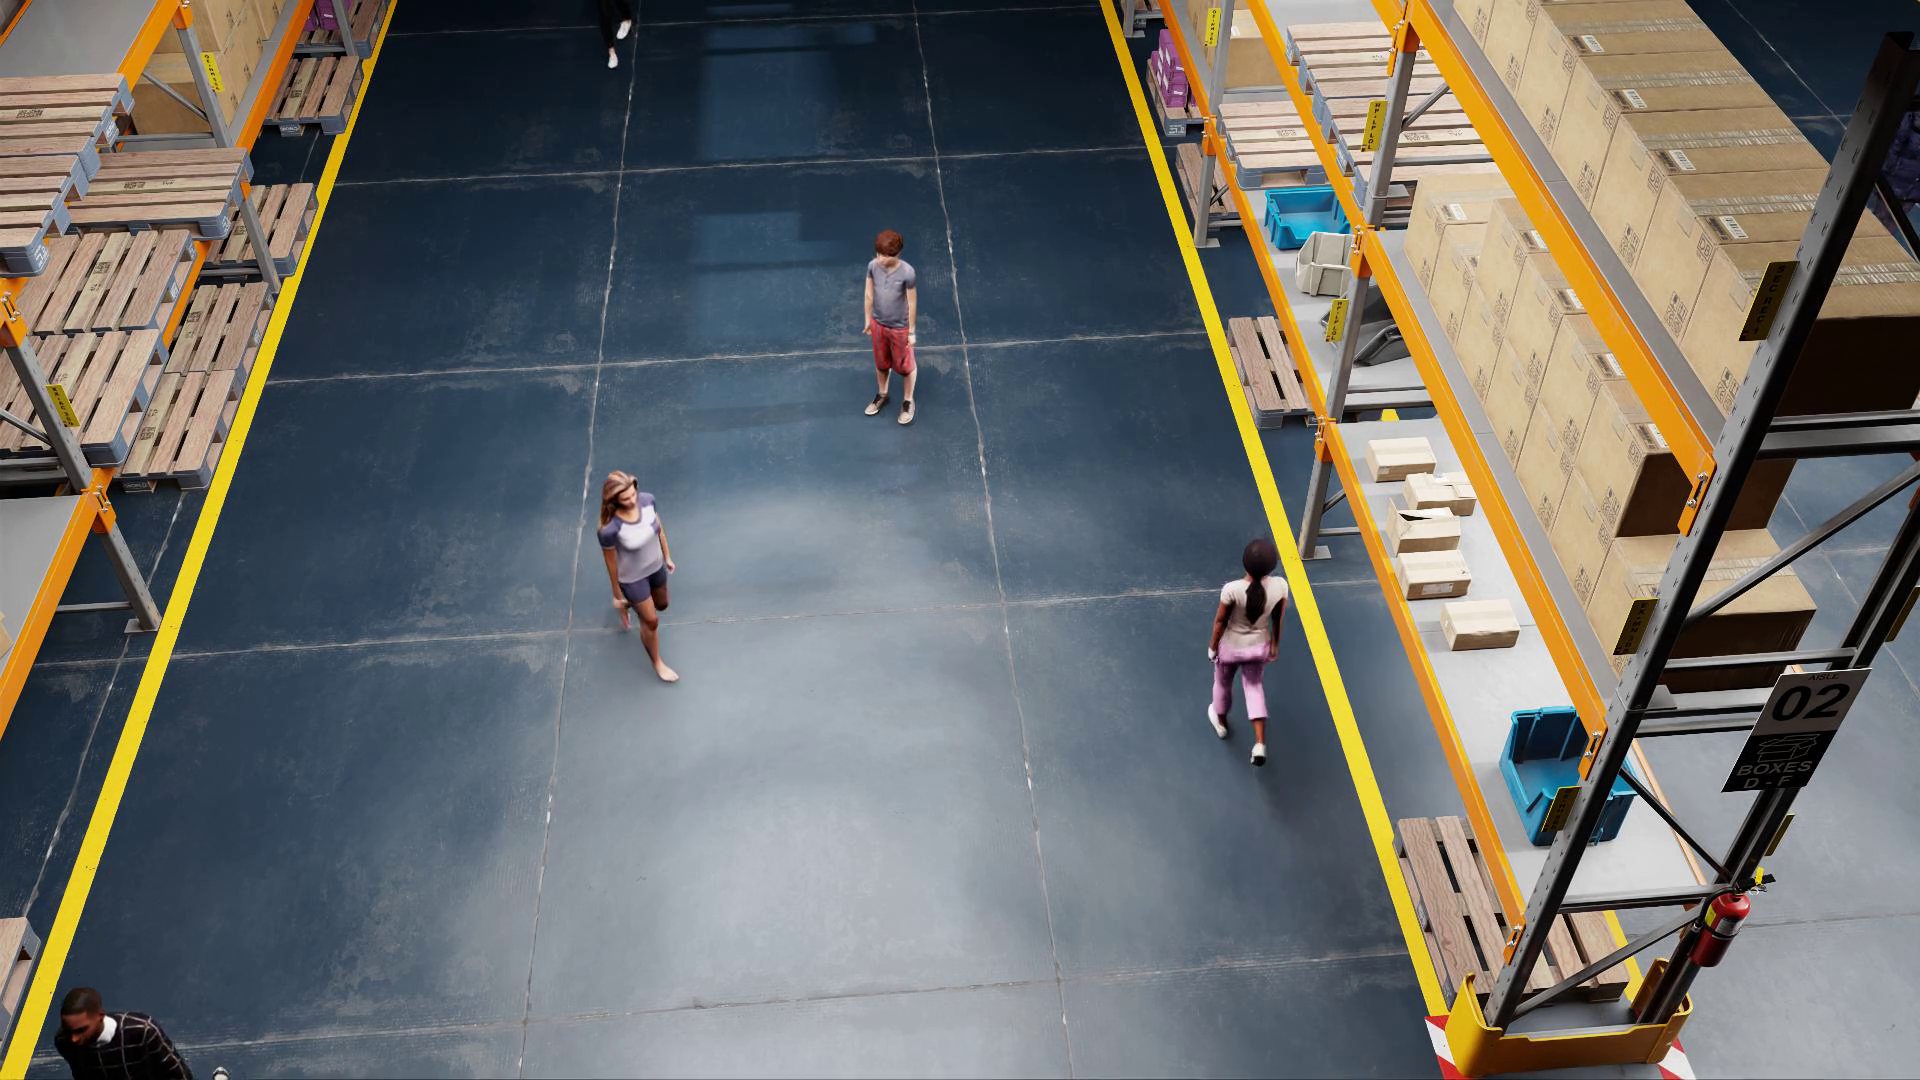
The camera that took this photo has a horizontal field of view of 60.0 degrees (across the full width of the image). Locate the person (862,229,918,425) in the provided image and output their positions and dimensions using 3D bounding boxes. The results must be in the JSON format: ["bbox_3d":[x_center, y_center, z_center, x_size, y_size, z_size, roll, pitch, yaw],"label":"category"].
[{"bbox_3d":[-0.509,-1.644,12.623,0.658,1.651,0.670,17,46,17],"label":"person"}]

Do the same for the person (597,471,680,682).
[{"bbox_3d":[-2.109,0.163,10.685,1.008,1.708,0.955,30,51,28],"label":"person"}]

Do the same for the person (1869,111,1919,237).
[{"bbox_3d":[8.051,-3.143,14.185,0.751,1.666,0.832,6,44,6],"label":"person"}]

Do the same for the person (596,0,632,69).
[{"bbox_3d":[-3.555,-5.728,16.913,0.699,1.647,1.152,4,44,4],"label":"person"}]

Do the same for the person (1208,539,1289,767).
[{"bbox_3d":[1.747,0.715,10.091,0.631,1.728,0.935,-8,44,-8],"label":"person"}]

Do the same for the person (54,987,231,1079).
[{"bbox_3d":[-3.907,2.626,8.031,0.669,1.803,1.017,-3,44,-3],"label":"person"}]
